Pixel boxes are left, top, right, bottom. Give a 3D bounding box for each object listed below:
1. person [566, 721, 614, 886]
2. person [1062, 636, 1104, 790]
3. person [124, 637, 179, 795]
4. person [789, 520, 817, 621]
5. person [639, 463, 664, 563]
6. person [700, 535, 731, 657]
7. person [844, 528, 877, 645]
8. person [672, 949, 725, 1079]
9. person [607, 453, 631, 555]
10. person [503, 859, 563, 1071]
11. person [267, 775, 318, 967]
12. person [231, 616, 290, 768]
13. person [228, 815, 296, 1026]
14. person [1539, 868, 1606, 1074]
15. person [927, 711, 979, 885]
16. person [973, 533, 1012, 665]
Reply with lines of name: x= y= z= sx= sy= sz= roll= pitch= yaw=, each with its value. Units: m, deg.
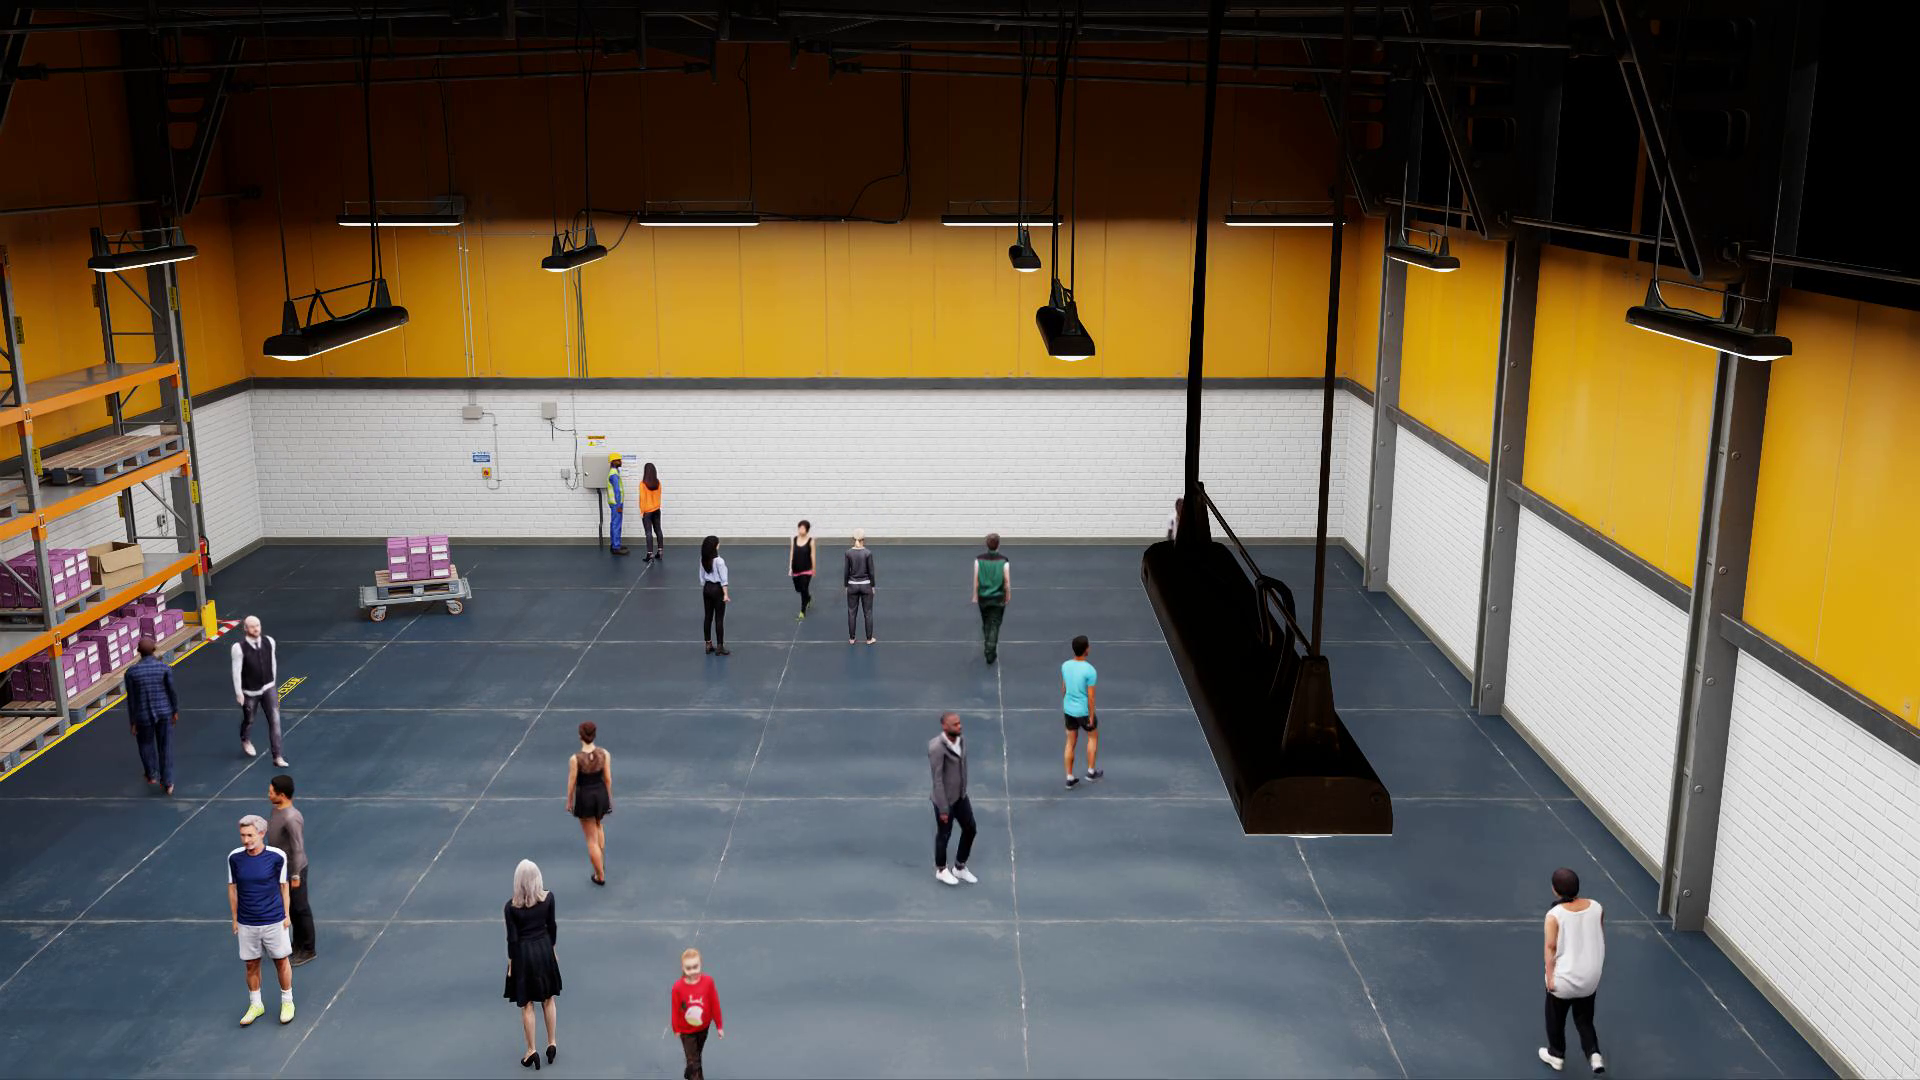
person: x=-3.606 y=2.614 z=16.403 sx=0.828 sy=1.655 sz=0.925 roll=-10 pitch=17 yaw=-37
person: x=1.288 y=1.975 z=18.826 sx=0.823 sy=1.756 sz=0.905 roll=9 pitch=16 yaw=32
person: x=-9.042 y=1.991 z=18.674 sx=0.951 sy=1.796 sz=1.073 roll=-8 pitch=16 yaw=-31
person: x=-2.402 y=0.433 z=25.671 sx=0.770 sy=1.531 sz=1.033 roll=5 pitch=14 yaw=20
person: x=-5.398 y=-0.499 z=29.059 sx=0.768 sy=1.748 sz=0.687 roll=11 pitch=17 yaw=38
person: x=-3.525 y=0.781 z=23.783 sx=0.728 sy=1.743 sz=0.753 roll=10 pitch=17 yaw=36
person: x=-1.463 y=0.663 z=24.308 sx=0.636 sy=1.726 sz=0.552 roll=2 pitch=14 yaw=7
person: x=-2.047 y=3.711 z=12.739 sx=0.795 sy=1.247 sz=0.999 roll=-7 pitch=15 yaw=-28
person: x=-6.118 y=-0.671 z=29.631 sx=0.771 sy=1.813 sz=0.587 roll=-3 pitch=14 yaw=-13
person: x=-3.387 y=3.346 z=13.183 sx=0.705 sy=1.746 sz=0.745 roll=-10 pitch=17 yaw=-36
person: x=-5.970 y=2.928 z=14.867 sx=0.767 sy=1.766 sz=0.685 roll=2 pitch=14 yaw=10
person: x=-8.310 y=1.777 z=19.589 sx=1.283 sy=1.782 sz=1.250 roll=12 pitch=18 yaw=41
person: x=-5.818 y=3.135 z=13.858 sx=0.658 sy=1.839 sz=0.591 roll=-2 pitch=14 yaw=-7
person: x=4.827 y=3.415 z=13.078 sx=0.769 sy=1.663 sz=0.871 roll=-2 pitch=14 yaw=-9
person: x=-0.174 y=2.532 z=16.427 sx=0.924 sy=1.802 sz=0.846 roll=11 pitch=18 yaw=39
person: x=0.427 y=0.841 z=23.396 sx=0.825 sy=1.809 sz=1.104 roll=3 pitch=14 yaw=14
